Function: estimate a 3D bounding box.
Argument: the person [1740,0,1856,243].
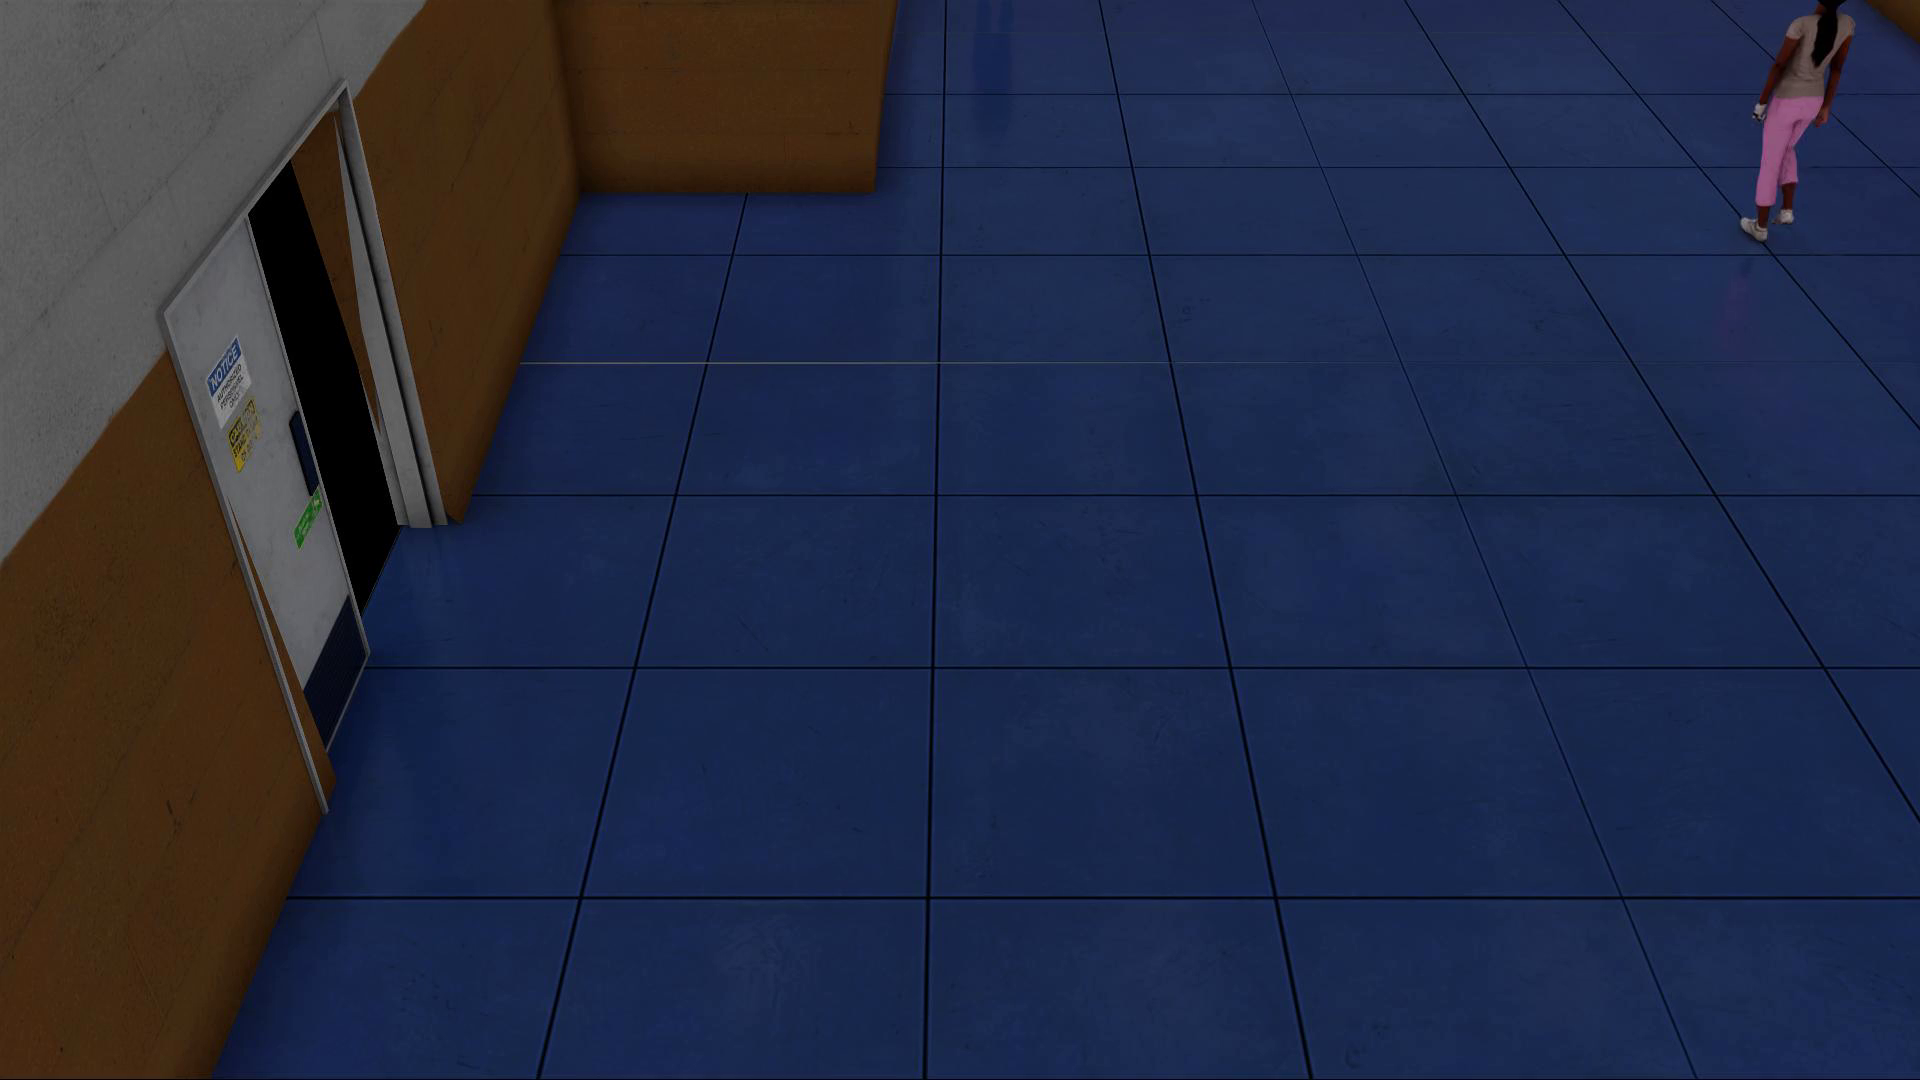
[{"bbox_3d":[5.201,-2.638,10.281,0.625,1.733,0.692,-6,37,-8],"label":"person"}]
